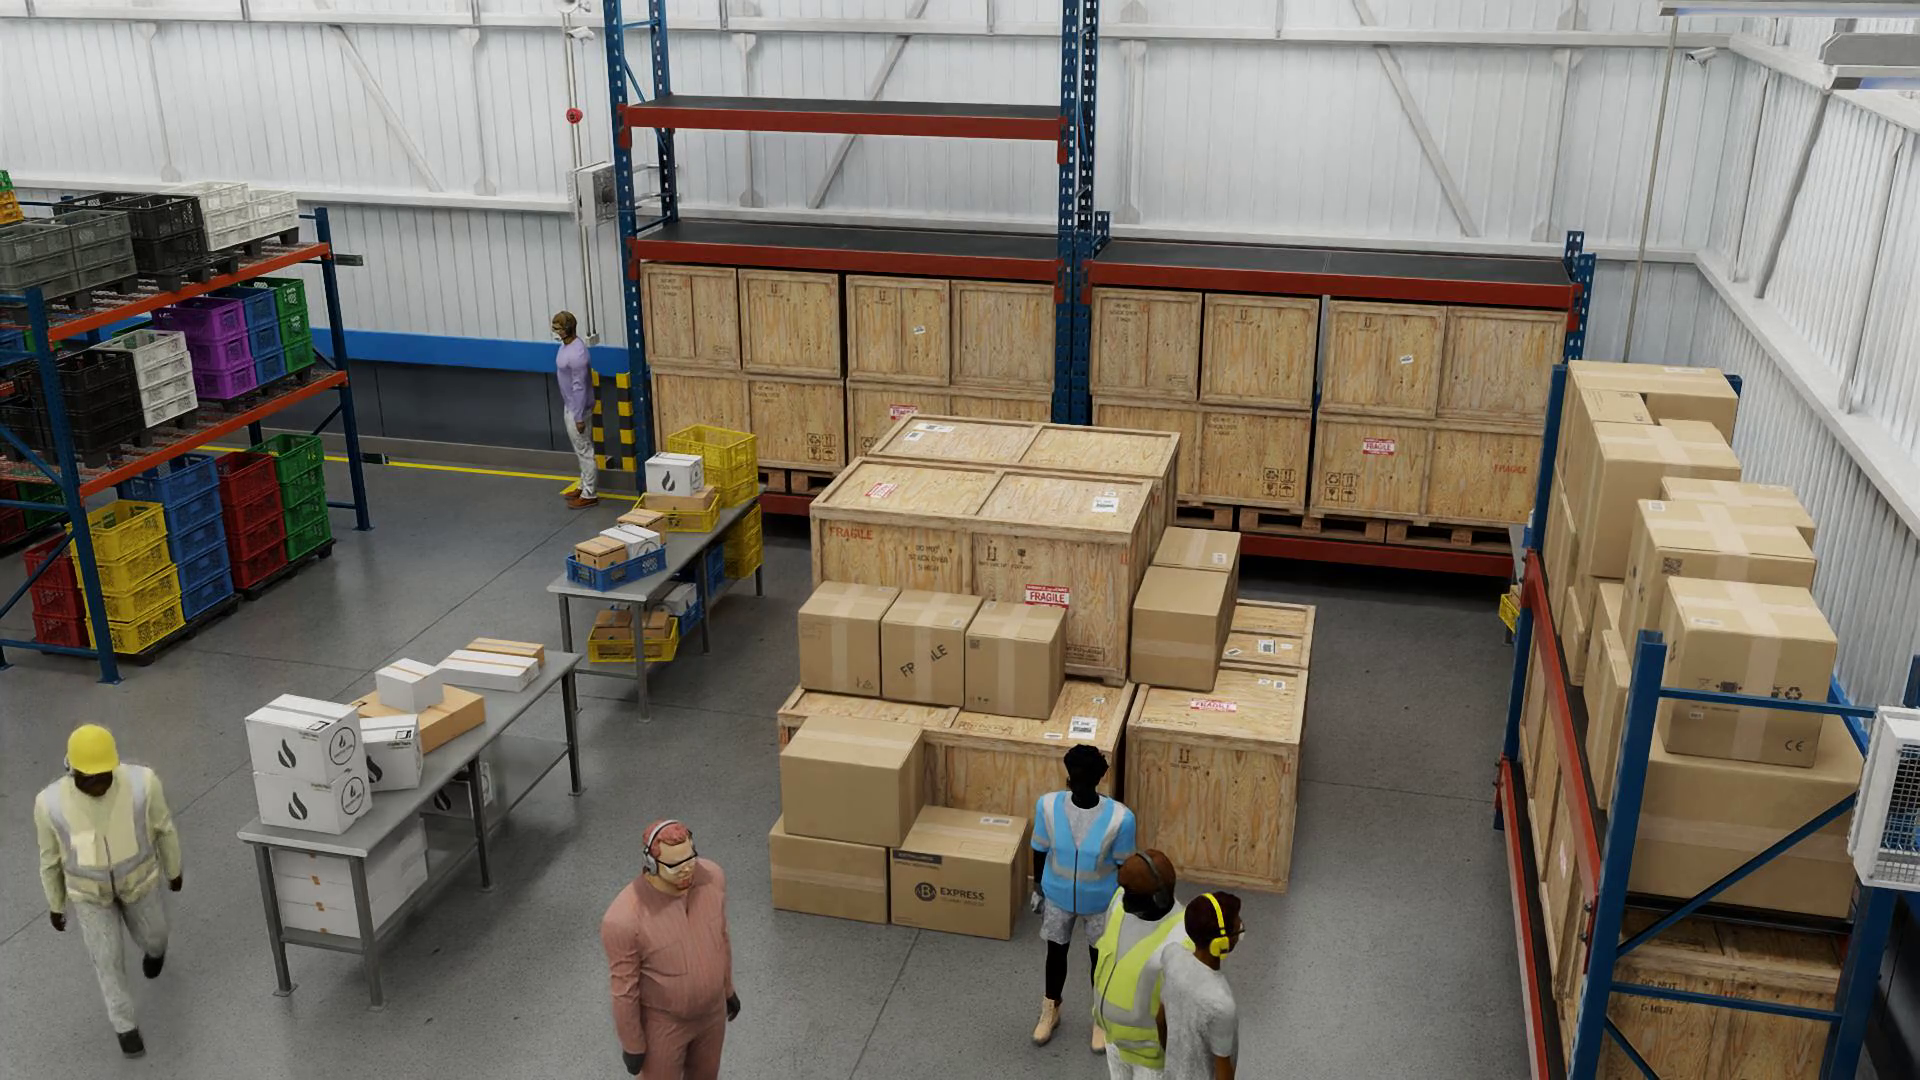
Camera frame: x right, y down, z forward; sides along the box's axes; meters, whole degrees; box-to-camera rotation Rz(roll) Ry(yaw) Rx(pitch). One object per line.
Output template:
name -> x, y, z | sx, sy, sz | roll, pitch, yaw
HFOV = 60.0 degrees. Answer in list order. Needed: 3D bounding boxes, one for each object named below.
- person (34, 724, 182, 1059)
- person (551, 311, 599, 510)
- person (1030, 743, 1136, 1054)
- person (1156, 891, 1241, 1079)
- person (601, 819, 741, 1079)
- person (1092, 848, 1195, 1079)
person -> -4.307, 1.689, 8.460 | 0.625, 1.803, 0.666 | -12, 24, -28
person -> -3.690, -1.261, 16.003 | 0.374, 1.933, 0.625 | -7, 22, -19
person -> 0.604, 1.789, 8.344 | 0.535, 1.697, 0.318 | 6, 22, 14
person -> 0.995, 2.269, 6.853 | 0.327, 1.869, 0.519 | -10, 23, -23
person -> -1.221, 2.075, 7.304 | 0.409, 1.907, 0.651 | 16, 26, 37
person -> 0.789, 2.148, 7.214 | 0.429, 1.838, 0.622 | -11, 23, -26
